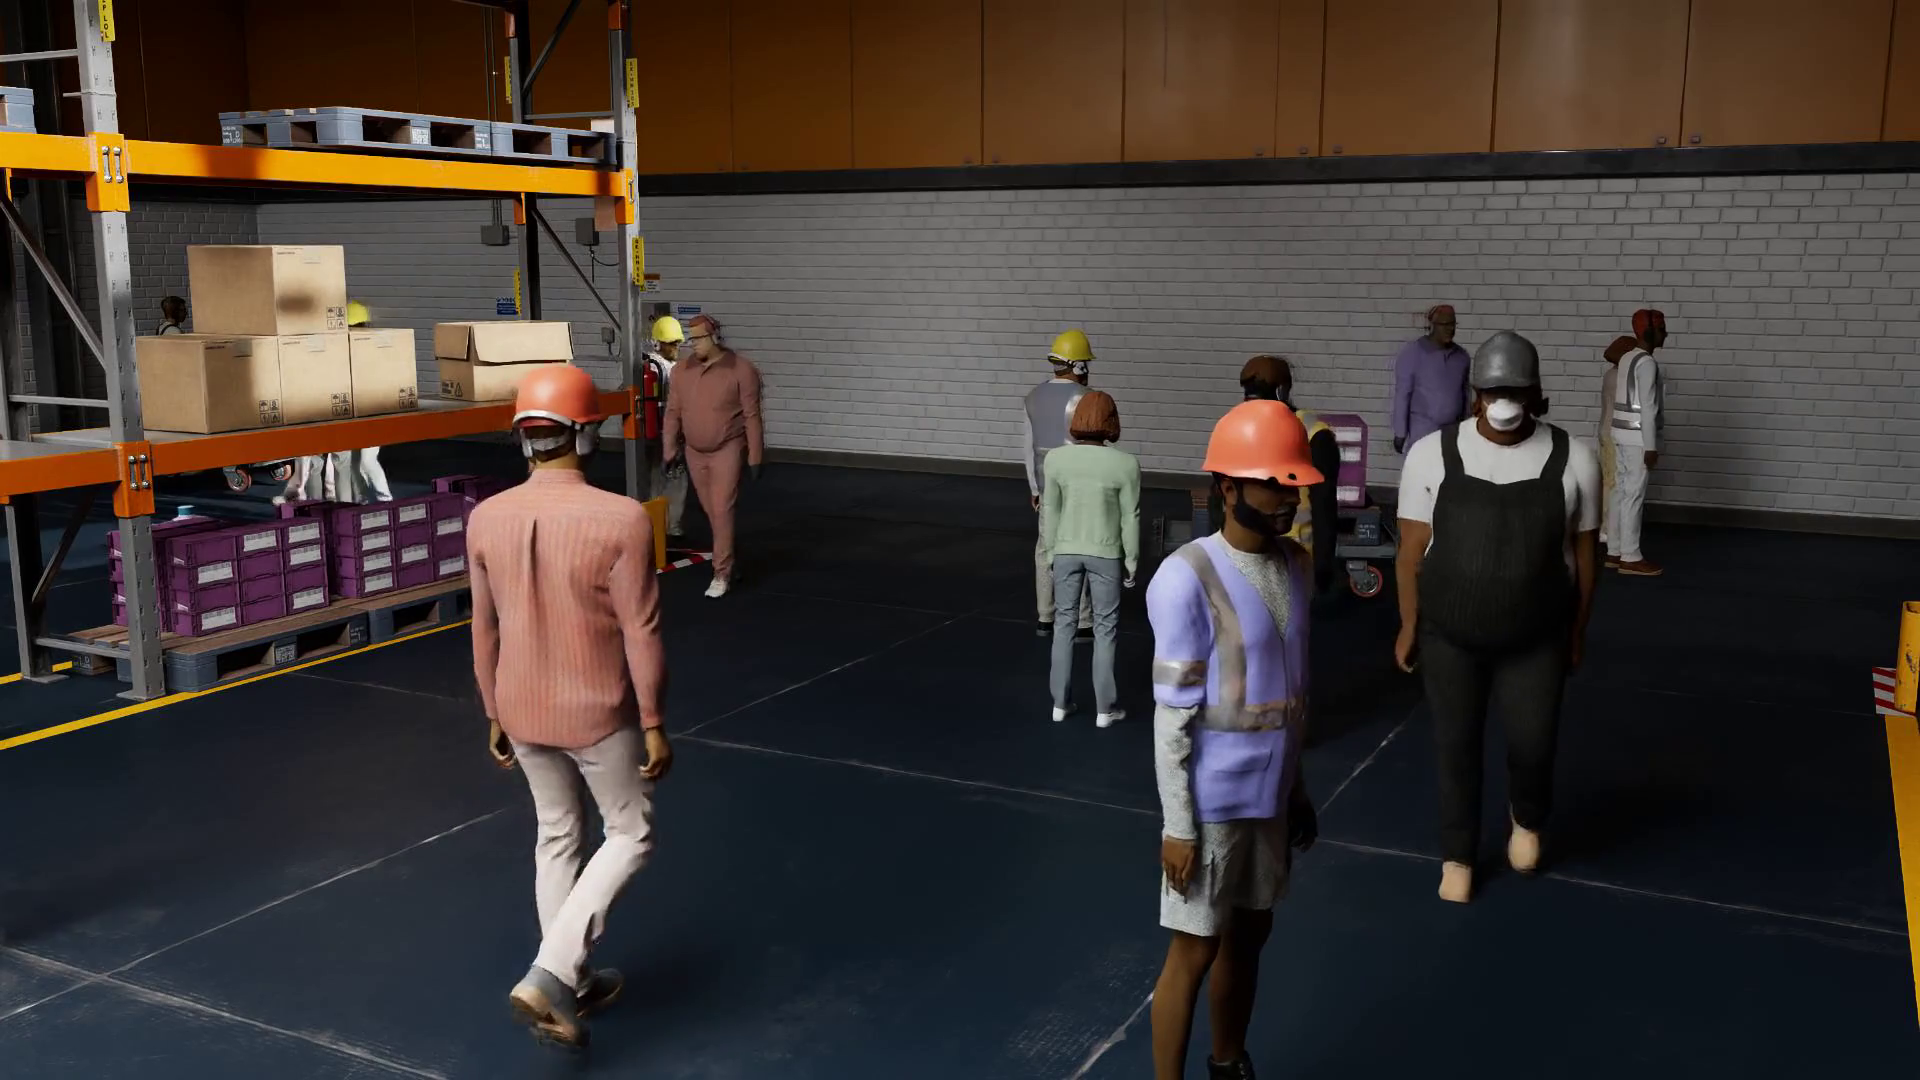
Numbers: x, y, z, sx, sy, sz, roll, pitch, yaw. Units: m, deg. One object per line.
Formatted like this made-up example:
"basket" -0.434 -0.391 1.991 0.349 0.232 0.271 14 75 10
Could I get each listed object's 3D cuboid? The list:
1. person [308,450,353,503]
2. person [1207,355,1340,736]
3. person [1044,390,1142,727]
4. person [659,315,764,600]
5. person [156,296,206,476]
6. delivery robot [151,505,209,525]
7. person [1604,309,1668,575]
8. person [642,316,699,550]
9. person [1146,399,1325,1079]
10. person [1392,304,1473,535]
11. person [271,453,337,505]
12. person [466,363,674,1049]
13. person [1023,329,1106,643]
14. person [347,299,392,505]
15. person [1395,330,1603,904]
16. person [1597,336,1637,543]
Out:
"person" -5.168 -1.023 13.628 0.584 1.928 0.367 3 10 16
"person" 1.389 0.074 7.578 0.492 1.823 0.625 -8 13 -38
"person" 0.635 0.091 8.054 0.494 1.624 0.286 4 11 21
"person" -1.684 -0.555 11.091 0.652 1.865 0.872 4 10 21
"person" -8.051 -1.580 17.089 0.513 1.844 0.328 9 13 43
"delivery robot" -5.257 0.007 11.344 0.707 0.478 0.477 -1 10 -3
"person" 4.840 -0.698 11.873 0.359 1.883 0.573 1 10 5
"person" -2.185 -0.812 12.776 0.625 1.793 0.619 2 10 13
"person" 0.699 0.621 4.089 0.553 1.934 0.379 -9 13 -42
"person" 3.612 -0.841 12.657 0.670 1.892 0.453 -4 11 -22
"person" -5.854 -1.243 14.853 0.729 1.942 0.679 -1 10 -8
"person" -1.131 0.491 4.721 0.631 1.973 0.571 4 11 22
"person" 0.644 -0.317 9.809 0.404 1.835 0.588 -9 13 -42
"person" -4.926 -1.023 13.702 0.600 1.902 0.469 3 10 15
"person" 1.864 0.266 5.838 0.690 2.000 0.539 3 10 19
"person" 5.191 -0.794 13.150 0.278 1.633 0.498 1 10 7
